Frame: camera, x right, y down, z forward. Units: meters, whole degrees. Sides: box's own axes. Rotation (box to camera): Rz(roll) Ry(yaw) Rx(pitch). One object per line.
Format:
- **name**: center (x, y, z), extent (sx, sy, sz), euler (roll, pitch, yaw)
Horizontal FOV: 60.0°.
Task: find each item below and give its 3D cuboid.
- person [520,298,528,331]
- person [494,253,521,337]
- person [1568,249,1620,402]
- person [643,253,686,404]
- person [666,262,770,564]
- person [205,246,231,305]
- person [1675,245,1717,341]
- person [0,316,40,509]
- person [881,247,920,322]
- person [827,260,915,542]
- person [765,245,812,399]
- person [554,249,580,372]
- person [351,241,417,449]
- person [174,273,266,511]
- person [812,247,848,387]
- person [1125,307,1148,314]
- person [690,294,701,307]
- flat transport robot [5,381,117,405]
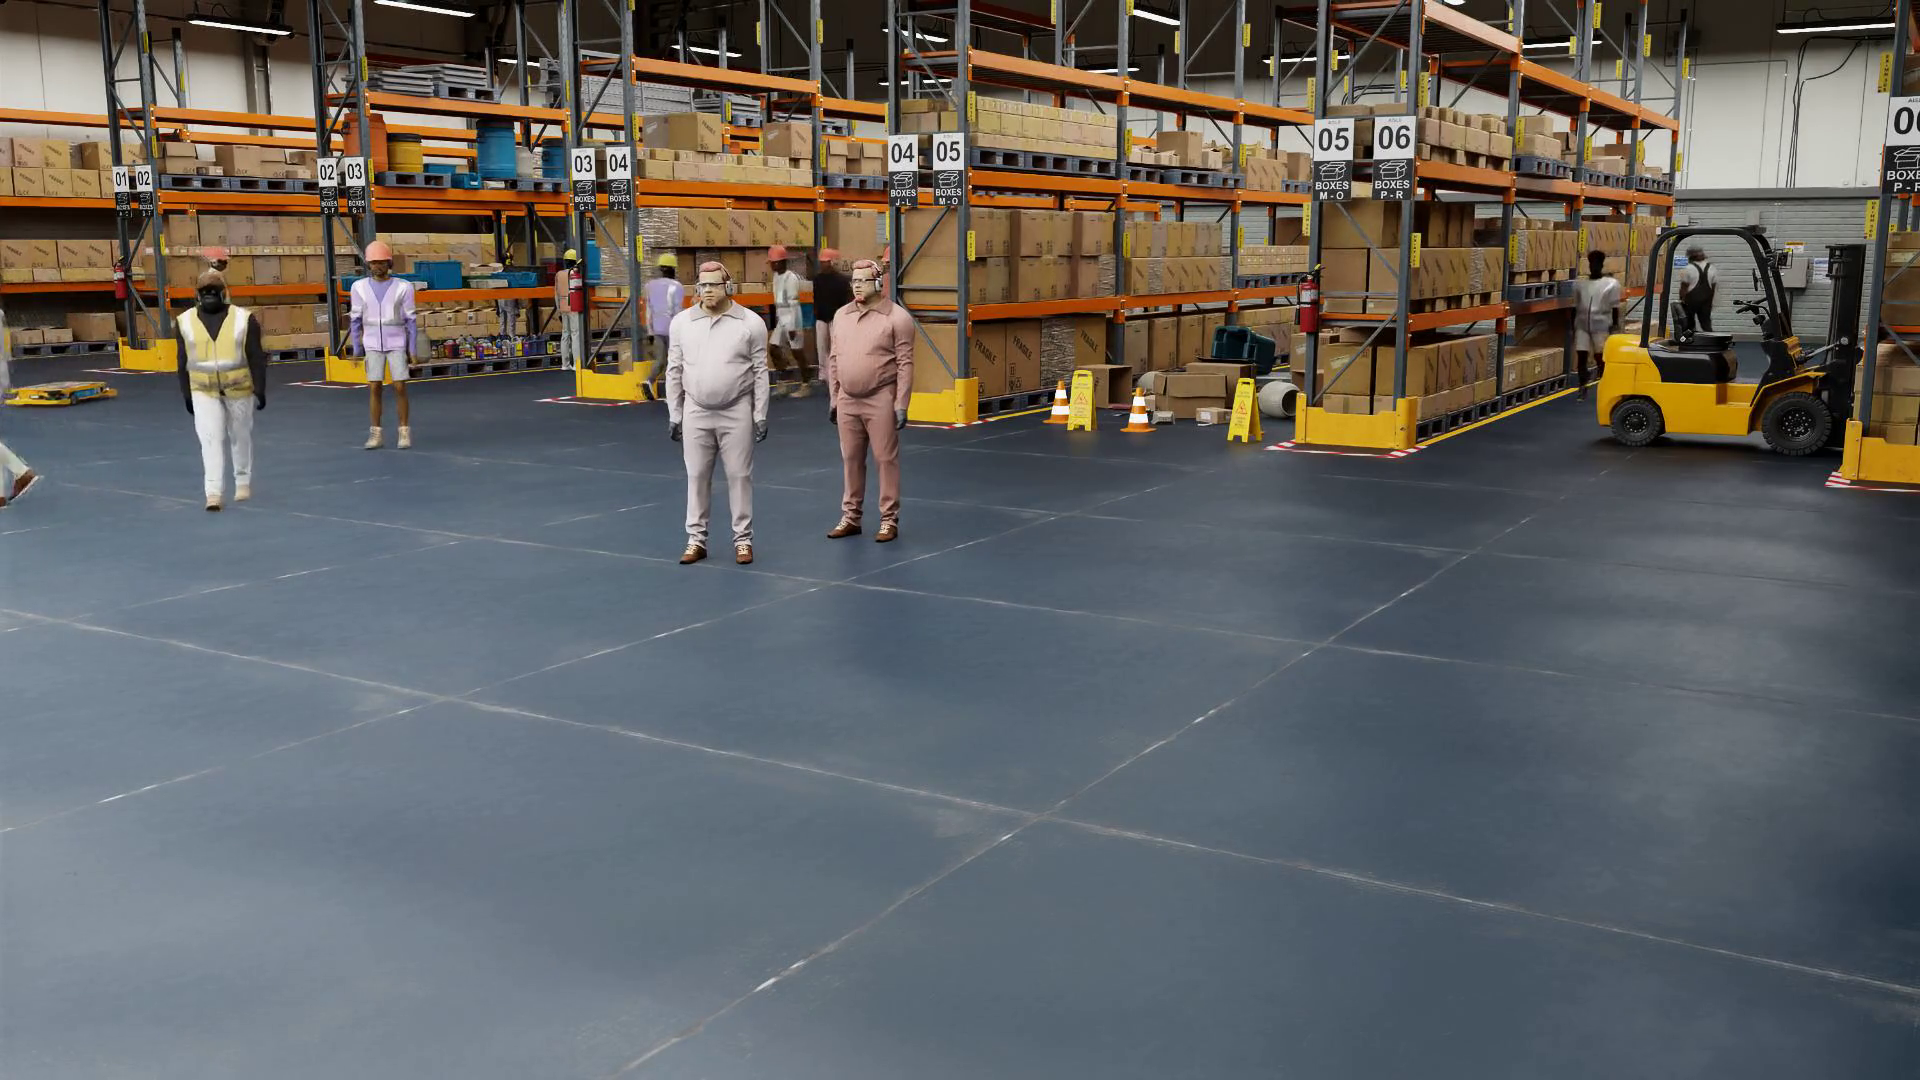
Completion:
- **person**: center (-9.154, -5.266, 35.513), extent (0.582, 1.922, 0.402), euler (6, 12, 32)
- **person**: center (-7.742, -3.975, 28.453), extent (0.521, 1.865, 0.335), euler (5, 11, 28)
- **person**: center (8.149, -2.753, 21.374), extent (0.611, 1.946, 0.679), euler (7, 12, 33)
- **person**: center (-3.707, -2.644, 20.881), extent (0.587, 1.911, 0.549), euler (6, 12, 29)
- **person**: center (-1.532, -0.790, 10.489), extent (0.652, 1.906, 0.404), euler (0, 10, 2)
- **person**: center (-10.134, -3.020, 22.778), extent (0.452, 1.978, 0.612), euler (-2, 10, -10)
- **person**: center (13.258, -4.338, 29.987), extent (0.748, 2.000, 0.996), euler (-2, 10, -9)
- **person**: center (-7.375, -1.143, 12.598), extent (0.435, 1.856, 0.562), euler (-5, 11, -25)
- **person**: center (-0.796, -2.631, 20.568), extent (0.614, 1.988, 0.395), euler (4, 11, 21)
- **person**: center (-0.632, -0.940, 11.327), extent (0.638, 1.910, 0.407), euler (5, 11, 26)
- **person**: center (-2.267, -2.814, 21.598), extent (0.769, 1.992, 0.699), euler (-6, 12, -31)
- **person**: center (-6.136, -3.626, 26.324), extent (0.594, 1.922, 0.378), euler (7, 12, 34)
- **person**: center (-5.657, -1.903, 16.341), extent (0.615, 2.041, 0.390), euler (-1, 10, -8)
- **person**: center (-5.682, -1.148, 12.819), extent (0.633, 1.795, 0.959), euler (-3, 11, -18)
- **person**: center (-1.800, -3.168, 23.643), extent (0.619, 1.974, 0.750), euler (7, 12, 33)
- **person**: center (3.148, -4.218, 29.874), extent (0.429, 1.843, 0.631), euler (-10, 14, -44)
- **person**: center (-3.113, -2.525, 20.796), extent (0.541, 1.696, 0.316), euler (5, 11, 26)
- **flat transport robot**: center (-11.410, -1.872, 21.130), extent (0.652, 0.197, 1.431), euler (0, 10, 1)
